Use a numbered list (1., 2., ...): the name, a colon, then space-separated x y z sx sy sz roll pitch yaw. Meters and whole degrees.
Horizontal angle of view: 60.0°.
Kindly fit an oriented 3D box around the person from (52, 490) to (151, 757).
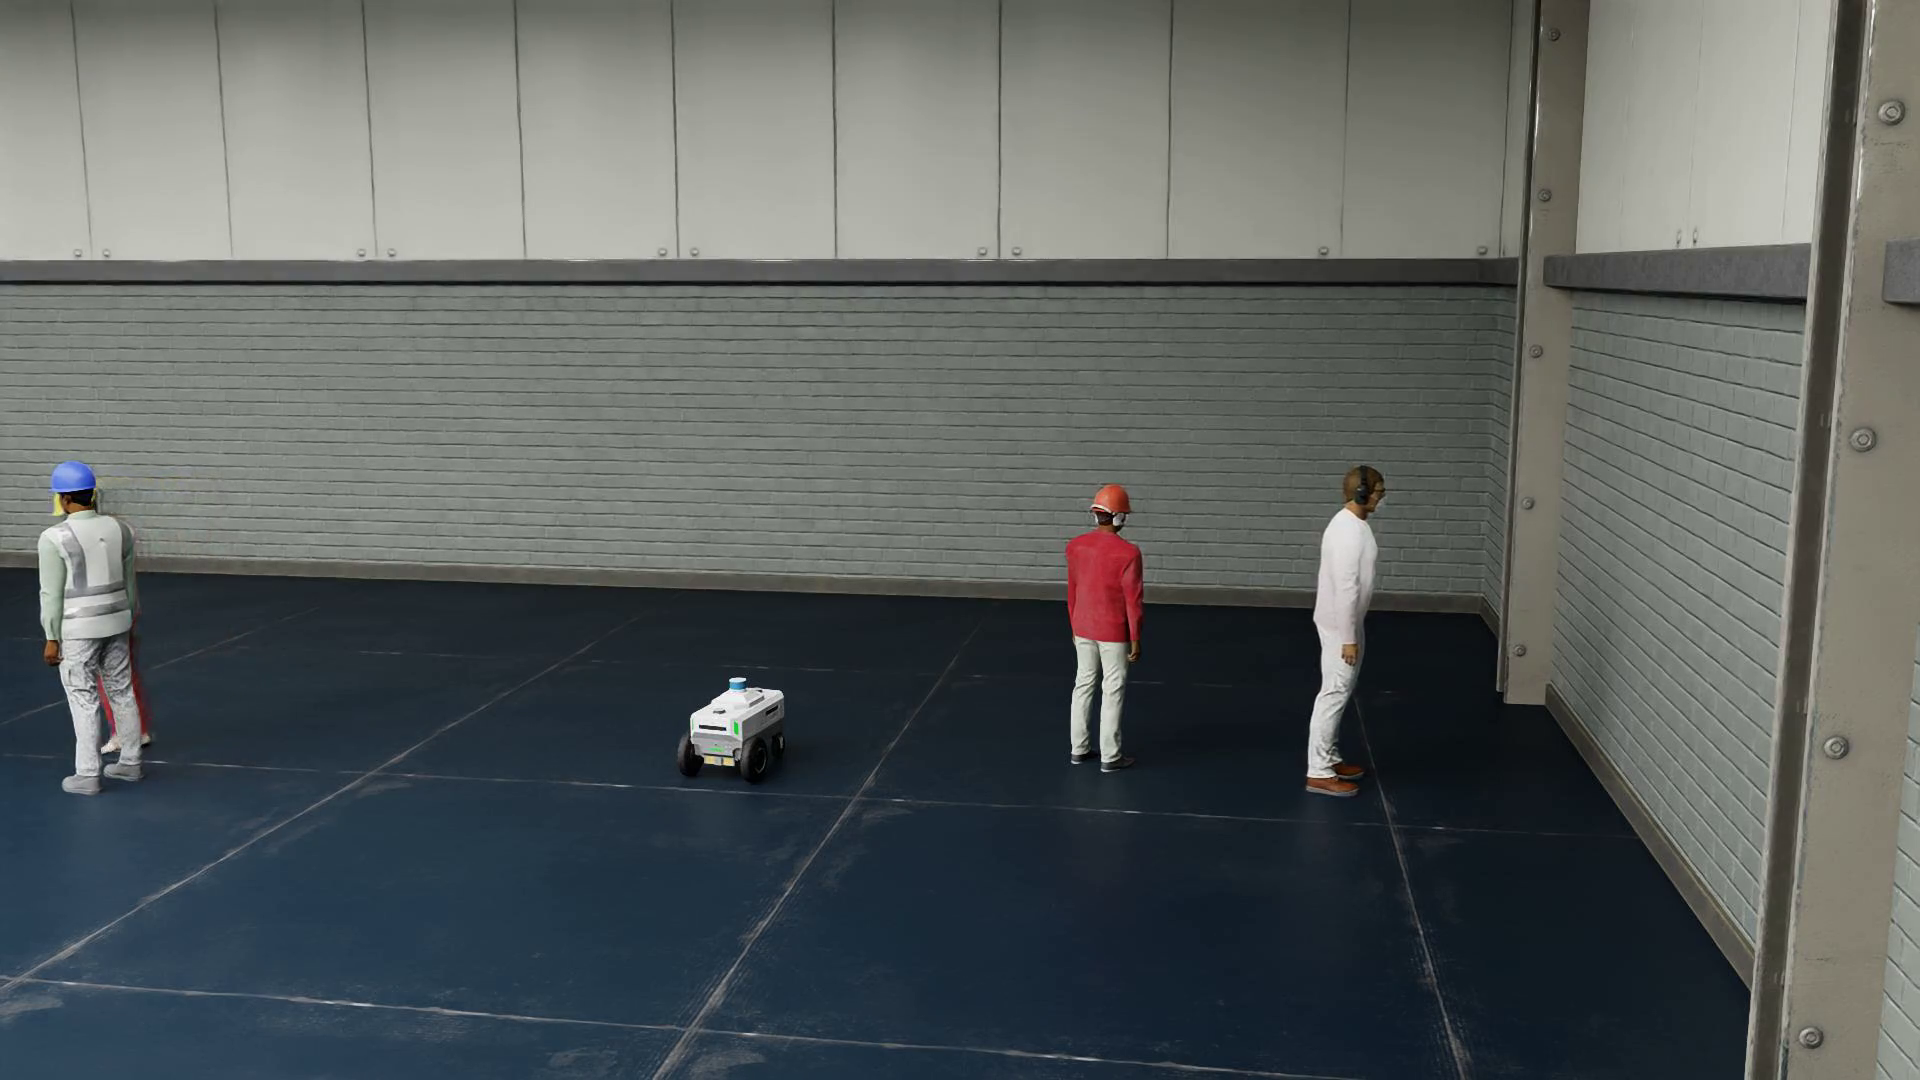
1. person: -5.363 0.491 10.401 0.486 1.726 0.547 -6 11 -31

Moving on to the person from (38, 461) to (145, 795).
1. person: -5.076 0.506 9.708 0.417 1.940 0.600 4 10 21

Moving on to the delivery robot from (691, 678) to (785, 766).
1. delivery robot: -1.345 1.081 10.110 0.477 0.478 0.707 3 10 18

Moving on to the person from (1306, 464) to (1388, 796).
1. person: 2.262 0.515 9.702 0.389 1.927 0.645 3 10 17

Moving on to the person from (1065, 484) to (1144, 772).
1. person: 0.901 0.530 10.147 0.567 1.743 0.353 9 13 43
